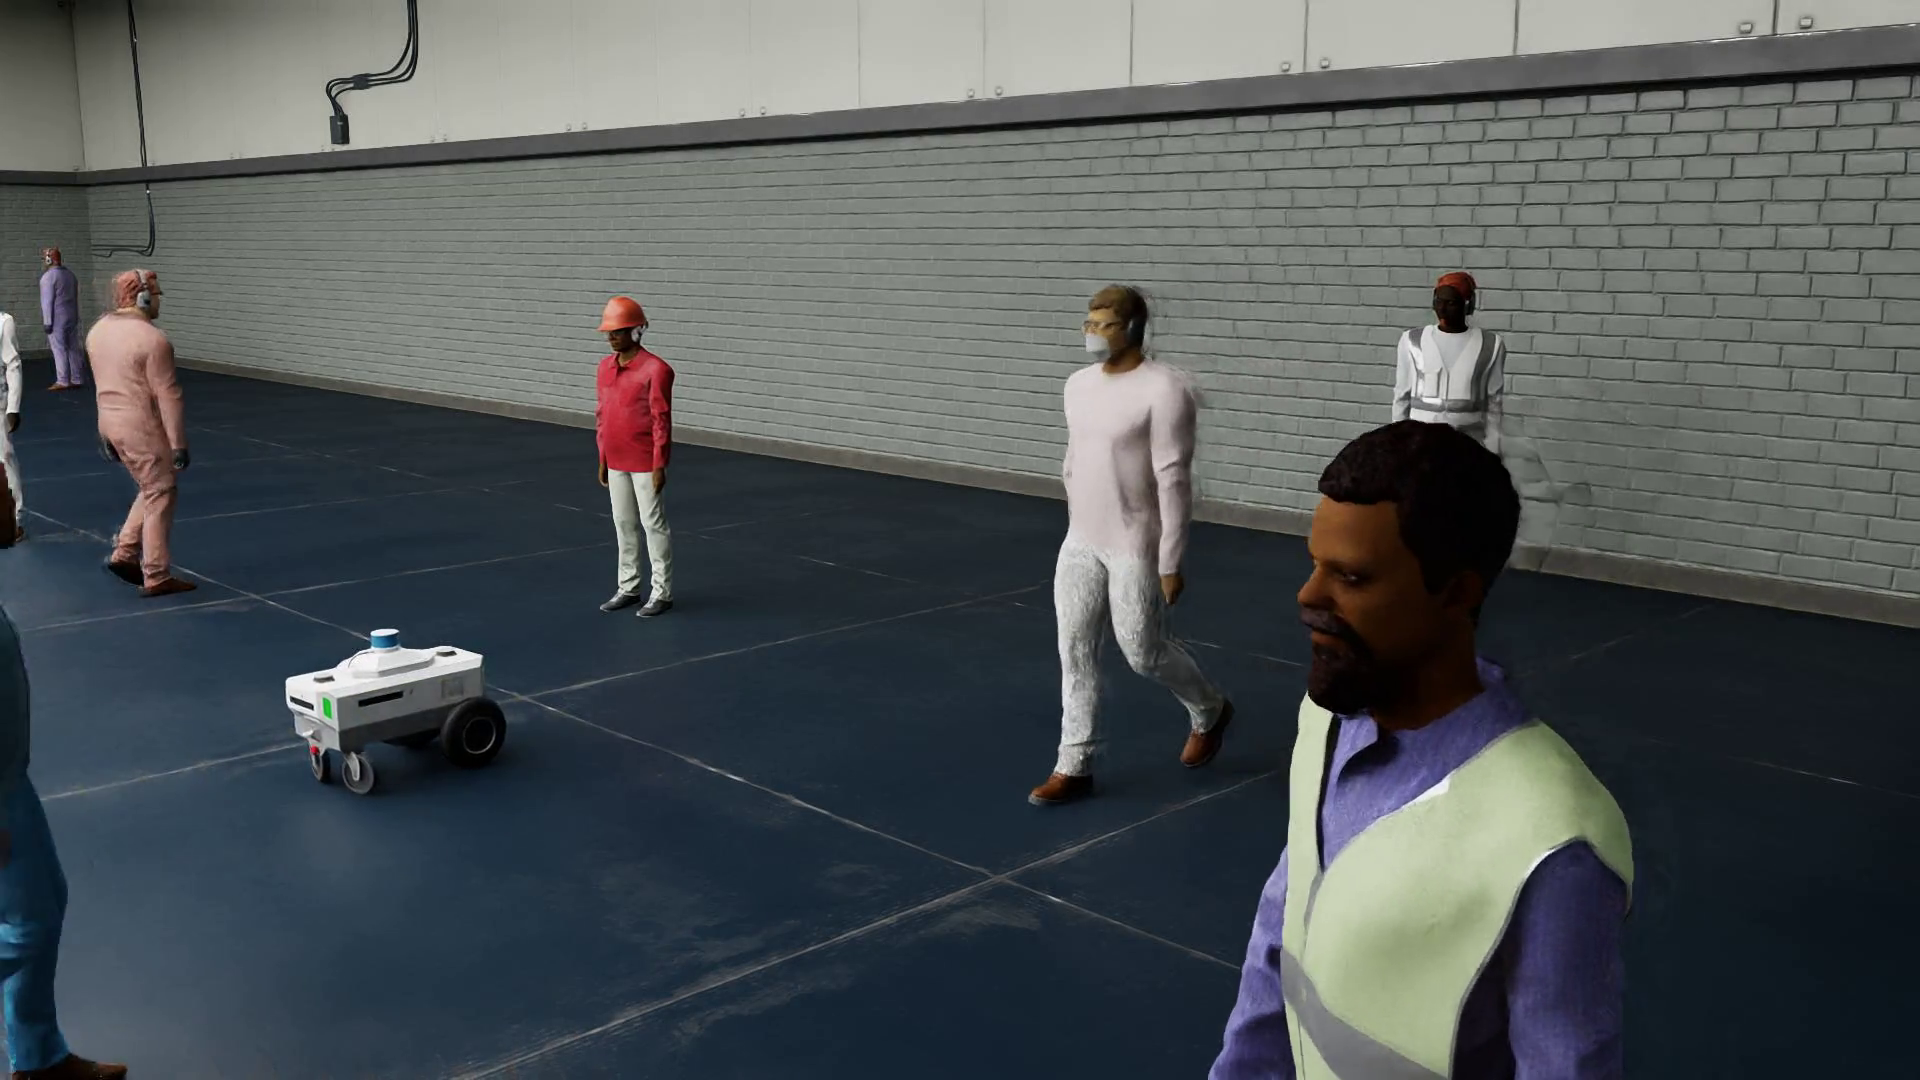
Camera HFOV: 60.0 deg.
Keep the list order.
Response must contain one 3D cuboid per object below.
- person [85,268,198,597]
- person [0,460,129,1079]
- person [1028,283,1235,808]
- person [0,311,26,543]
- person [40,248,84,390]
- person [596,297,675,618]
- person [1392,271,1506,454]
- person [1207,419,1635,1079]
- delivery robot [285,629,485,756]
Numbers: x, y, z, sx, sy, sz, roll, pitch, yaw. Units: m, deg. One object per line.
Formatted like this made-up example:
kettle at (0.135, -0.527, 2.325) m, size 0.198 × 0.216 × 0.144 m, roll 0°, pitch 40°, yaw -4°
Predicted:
person at (-4.669, -0.611, 9.588) m, size 0.666 × 1.888 × 0.436 m, roll 6°, pitch 12°, yaw 32°
person at (-2.278, 0.577, 3.845) m, size 0.451 × 1.611 × 0.515 m, roll -5°, pitch 12°, yaw -26°
person at (0.651, 0.009, 6.158) m, size 0.855 × 1.916 × 0.635 m, roll -8°, pitch 13°, yaw -37°
person at (-6.592, -0.900, 11.181) m, size 0.575 × 1.883 × 0.355 m, roll 0°, pitch 10°, yaw 2°
person at (-12.170, -2.976, 22.465) m, size 0.403 × 1.899 × 0.644 m, roll 1°, pitch 10°, yaw 5°
person at (-1.799, -0.451, 9.105) m, size 0.565 × 1.745 × 0.348 m, roll 8°, pitch 13°, yaw 36°
person at (2.635, -0.507, 9.035) m, size 0.574 × 1.884 × 0.360 m, roll 3°, pitch 11°, yaw 17°
person at (0.491, 0.793, 1.975) m, size 1.014 × 1.870 × 0.587 m, roll -1°, pitch 10°, yaw -8°
delivery robot at (-2.214, 0.588, 6.436) m, size 0.477 × 0.478 × 0.707 m, roll 9°, pitch 14°, yaw 41°
